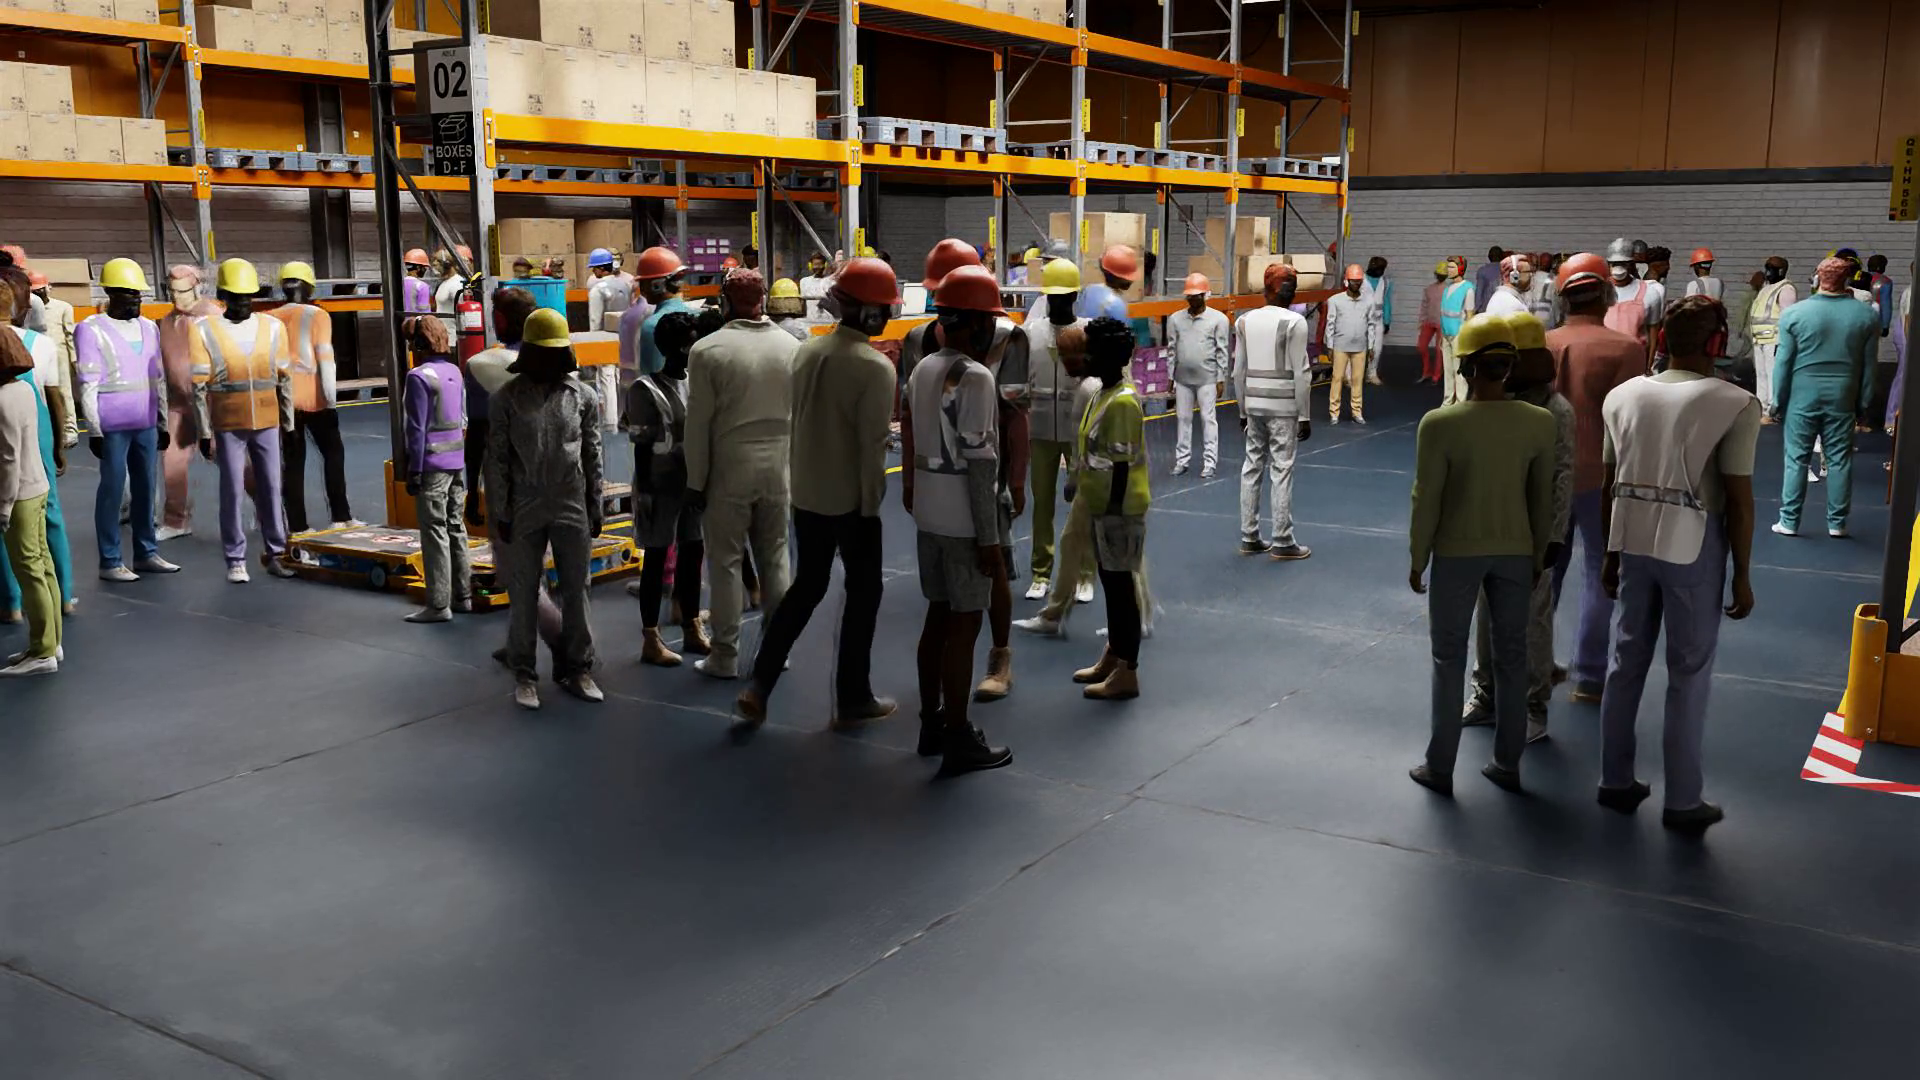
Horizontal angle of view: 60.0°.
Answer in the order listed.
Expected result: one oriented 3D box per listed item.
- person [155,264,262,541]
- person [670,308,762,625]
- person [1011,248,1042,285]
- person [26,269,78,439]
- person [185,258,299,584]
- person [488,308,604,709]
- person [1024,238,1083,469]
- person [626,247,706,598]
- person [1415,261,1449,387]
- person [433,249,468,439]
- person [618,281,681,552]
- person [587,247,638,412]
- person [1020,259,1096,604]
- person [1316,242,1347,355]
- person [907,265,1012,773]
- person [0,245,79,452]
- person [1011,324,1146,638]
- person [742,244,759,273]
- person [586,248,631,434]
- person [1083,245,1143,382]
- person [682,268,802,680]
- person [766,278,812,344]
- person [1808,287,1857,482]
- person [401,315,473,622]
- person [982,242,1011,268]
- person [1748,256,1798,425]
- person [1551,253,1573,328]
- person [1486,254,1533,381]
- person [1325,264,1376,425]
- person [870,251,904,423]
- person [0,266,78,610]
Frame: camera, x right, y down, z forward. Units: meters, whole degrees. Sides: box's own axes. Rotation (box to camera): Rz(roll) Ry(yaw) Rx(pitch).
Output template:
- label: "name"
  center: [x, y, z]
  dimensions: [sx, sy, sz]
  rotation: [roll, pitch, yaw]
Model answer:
- label: "person"
  center: [-5.138, -0.946, 11.374]
  dimensions: [0.648, 1.872, 0.846]
  rotation: [4, 11, 23]
- label: "person"
  center: [-1.227, -0.387, 8.829]
  dimensions: [0.774, 1.669, 0.539]
  rotation: [-4, 11, -19]
- label: "person"
  center: [0.847, -2.433, 19.428]
  dimensions: [0.586, 1.928, 0.364]
  rotation: [-9, 14, -42]
- label: "person"
  center: [-8.952, -1.774, 16.298]
  dimensions: [0.575, 1.740, 0.354]
  rotation: [-3, 11, -18]
- label: "person"
  center: [-4.233, -0.699, 9.865]
  dimensions: [0.591, 1.915, 0.401]
  rotation: [-9, 14, -42]
- label: "person"
  center: [-1.774, -0.131, 7.212]
  dimensions: [0.484, 1.738, 0.319]
  rotation: [-5, 11, -26]
- label: "person"
  center: [0.811, -1.654, 14.797]
  dimensions: [0.538, 2.000, 0.684]
  rotation: [-2, 10, -9]
- label: "person"
  center: [-1.667, -0.665, 9.483]
  dimensions: [0.402, 1.987, 0.622]
  rotation: [3, 11, 18]
- label: "person"
  center: [6.583, -2.968, 22.919]
  dimensions: [0.570, 1.736, 0.452]
  rotation: [9, 14, 41]
- label: "person"
  center: [-5.163, -1.993, 16.978]
  dimensions: [0.378, 1.933, 0.628]
  rotation: [-6, 12, -29]
- label: "person"
  center: [-2.034, -0.874, 10.873]
  dimensions: [0.574, 1.906, 0.818]
  rotation: [-7, 12, -33]
- label: "person"
  center: [-4.080, -2.481, 19.659]
  dimensions: [0.628, 1.940, 0.378]
  rotation: [-7, 12, -32]
- label: "person"
  center: [0.568, -0.601, 9.301]
  dimensions: [0.586, 1.920, 0.396]
  rotation: [3, 11, 19]
- label: "person"
  center: [6.347, -4.070, 28.350]
  dimensions: [0.618, 1.985, 0.407]
  rotation: [-4, 11, -21]
- label: "person"
  center: [0.013, -0.079, 6.389]
  dimensions: [0.384, 1.929, 0.543]
  rotation: [-5, 11, -26]
- label: "person"
  center: [-8.865, -1.747, 15.509]
  dimensions: [1.046, 1.962, 0.621]
  rotation: [0, 10, -1]
- label: "person"
  center: [0.608, -0.286, 8.423]
  dimensions: [0.767, 1.588, 0.518]
  rotation: [1, 10, 8]
- label: "person"
  center: [-2.886, -3.183, 23.494]
  dimensions: [0.369, 1.958, 0.602]
  rotation: [2, 10, 10]
- label: "person"
  center: [-3.661, -2.067, 17.383]
  dimensions: [0.423, 1.935, 0.618]
  rotation: [4, 11, 23]
- label: "person"
  center: [1.093, -1.220, 12.573]
  dimensions: [0.386, 1.988, 0.714]
  rotation: [-4, 11, -19]
- label: "person"
  center: [-0.993, -0.303, 7.730]
  dimensions: [0.654, 1.894, 0.401]
  rotation: [-8, 13, -38]
- label: "person"
  center: [-1.295, -1.057, 12.321]
  dimensions: [0.487, 1.741, 0.313]
  rotation: [4, 11, 20]
- label: "person"
  center: [7.304, -1.307, 13.974]
  dimensions: [0.514, 1.644, 0.308]
  rotation: [-3, 11, -17]
- label: "person"
  center: [-2.786, -0.379, 8.874]
  dimensions: [0.312, 1.632, 0.526]
  rotation: [1, 10, 8]
- label: "person"
  center: [0.576, -3.671, 26.115]
  dimensions: [0.635, 1.998, 0.451]
  rotation: [1, 10, 3]
- label: "person"
  center: [8.929, -2.196, 18.351]
  dimensions: [0.429, 1.843, 0.633]
  rotation: [0, 10, 2]
- label: "person"
  center: [7.737, -2.753, 21.406]
  dimensions: [0.329, 1.861, 0.505]
  rotation: [4, 11, 19]
- label: "person"
  center: [4.256, -1.239, 12.855]
  dimensions: [0.408, 1.913, 0.641]
  rotation: [2, 10, 10]
- label: "person"
  center: [4.300, -2.146, 18.303]
  dimensions: [0.563, 1.755, 0.321]
  rotation: [-1, 10, -4]
- label: "person"
  center: [-0.804, -2.099, 17.637]
  dimensions: [0.603, 1.904, 0.386]
  rotation: [-8, 13, -38]
- label: "person"
  center: [-5.222, -0.532, 9.019]
  dimensions: [0.560, 1.887, 0.609]
  rotation: [-4, 11, -21]
